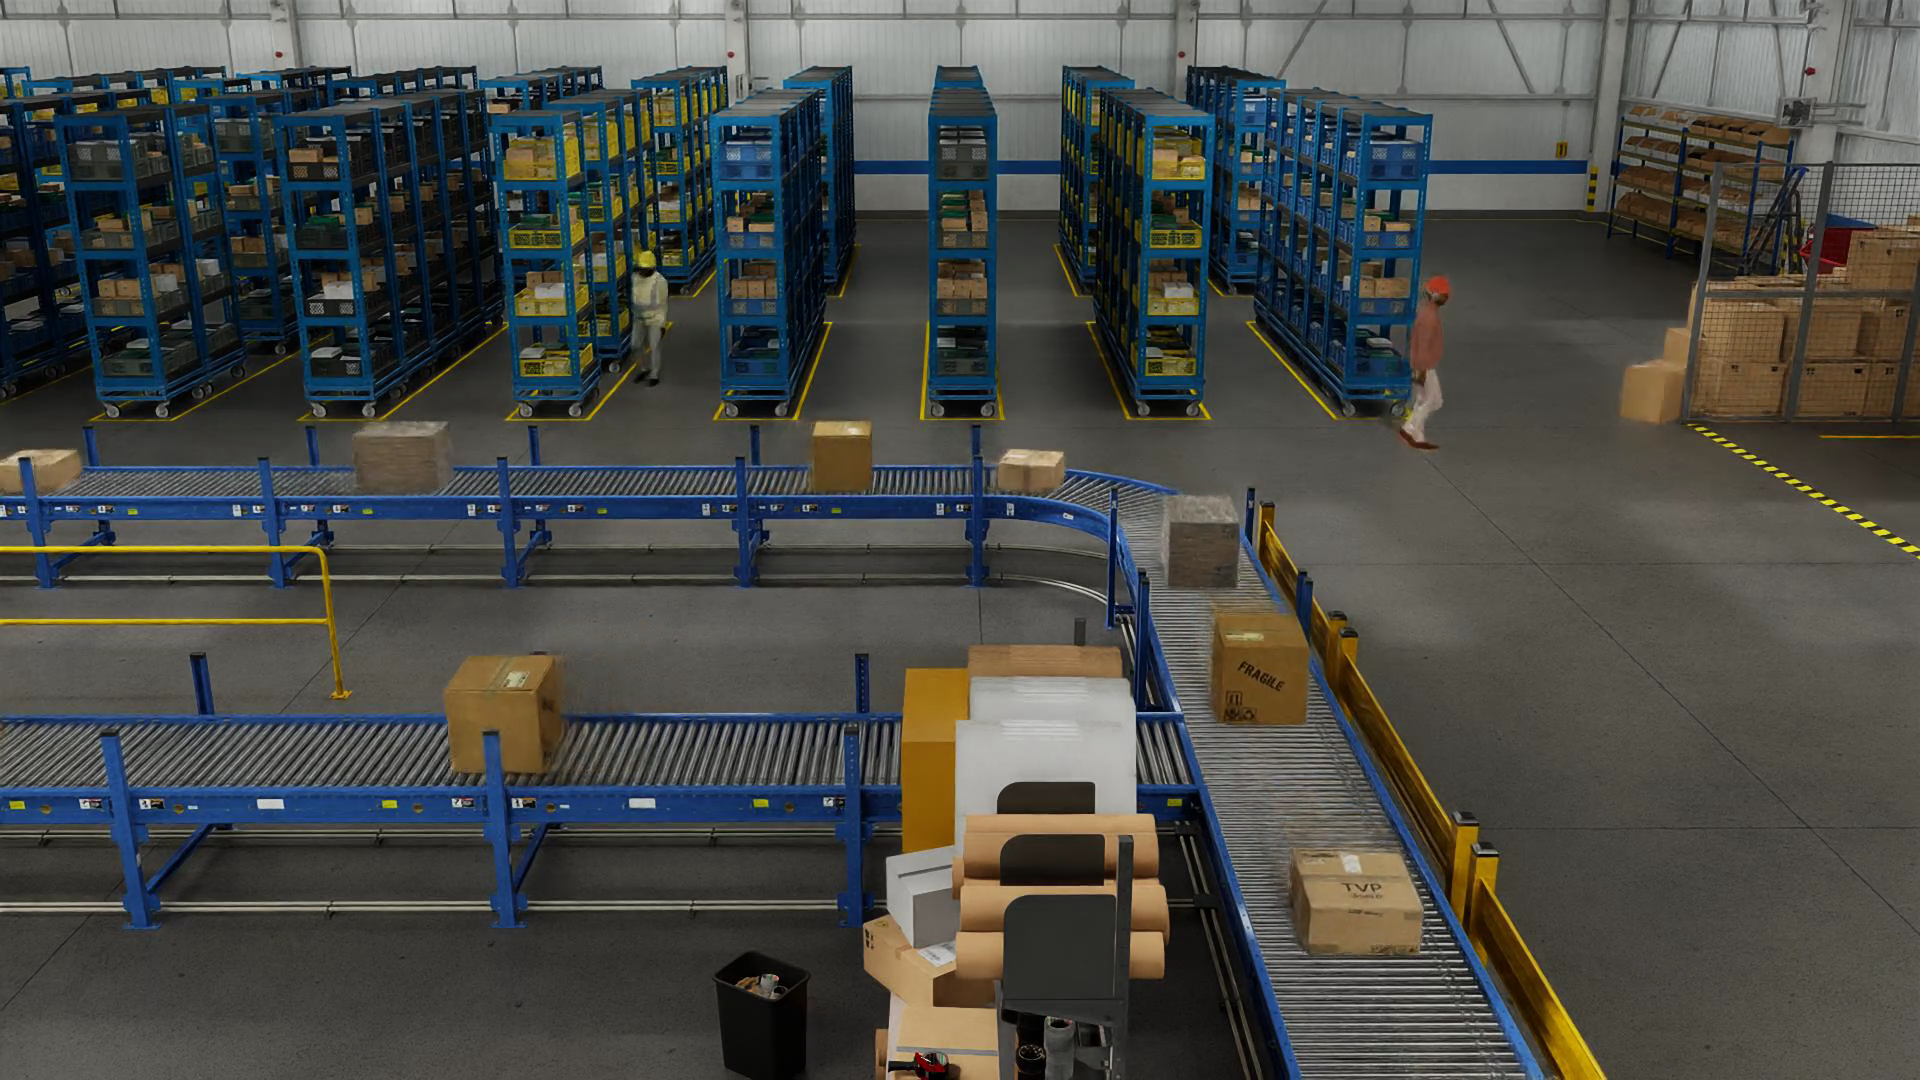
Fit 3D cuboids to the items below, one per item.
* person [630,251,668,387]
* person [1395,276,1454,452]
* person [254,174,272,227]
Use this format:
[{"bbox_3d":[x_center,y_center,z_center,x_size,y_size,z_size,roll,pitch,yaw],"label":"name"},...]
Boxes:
[{"bbox_3d":[-4.033,-2.851,21.526,0.612,1.794,0.470,7,19,21],"label":"person"},{"bbox_3d":[5.180,-1.928,18.373,0.435,1.977,0.655,6,19,17],"label":"person"},{"bbox_3d":[-14.126,-6.814,33.655,0.402,1.836,0.565,-3,18,-9],"label":"person"}]
